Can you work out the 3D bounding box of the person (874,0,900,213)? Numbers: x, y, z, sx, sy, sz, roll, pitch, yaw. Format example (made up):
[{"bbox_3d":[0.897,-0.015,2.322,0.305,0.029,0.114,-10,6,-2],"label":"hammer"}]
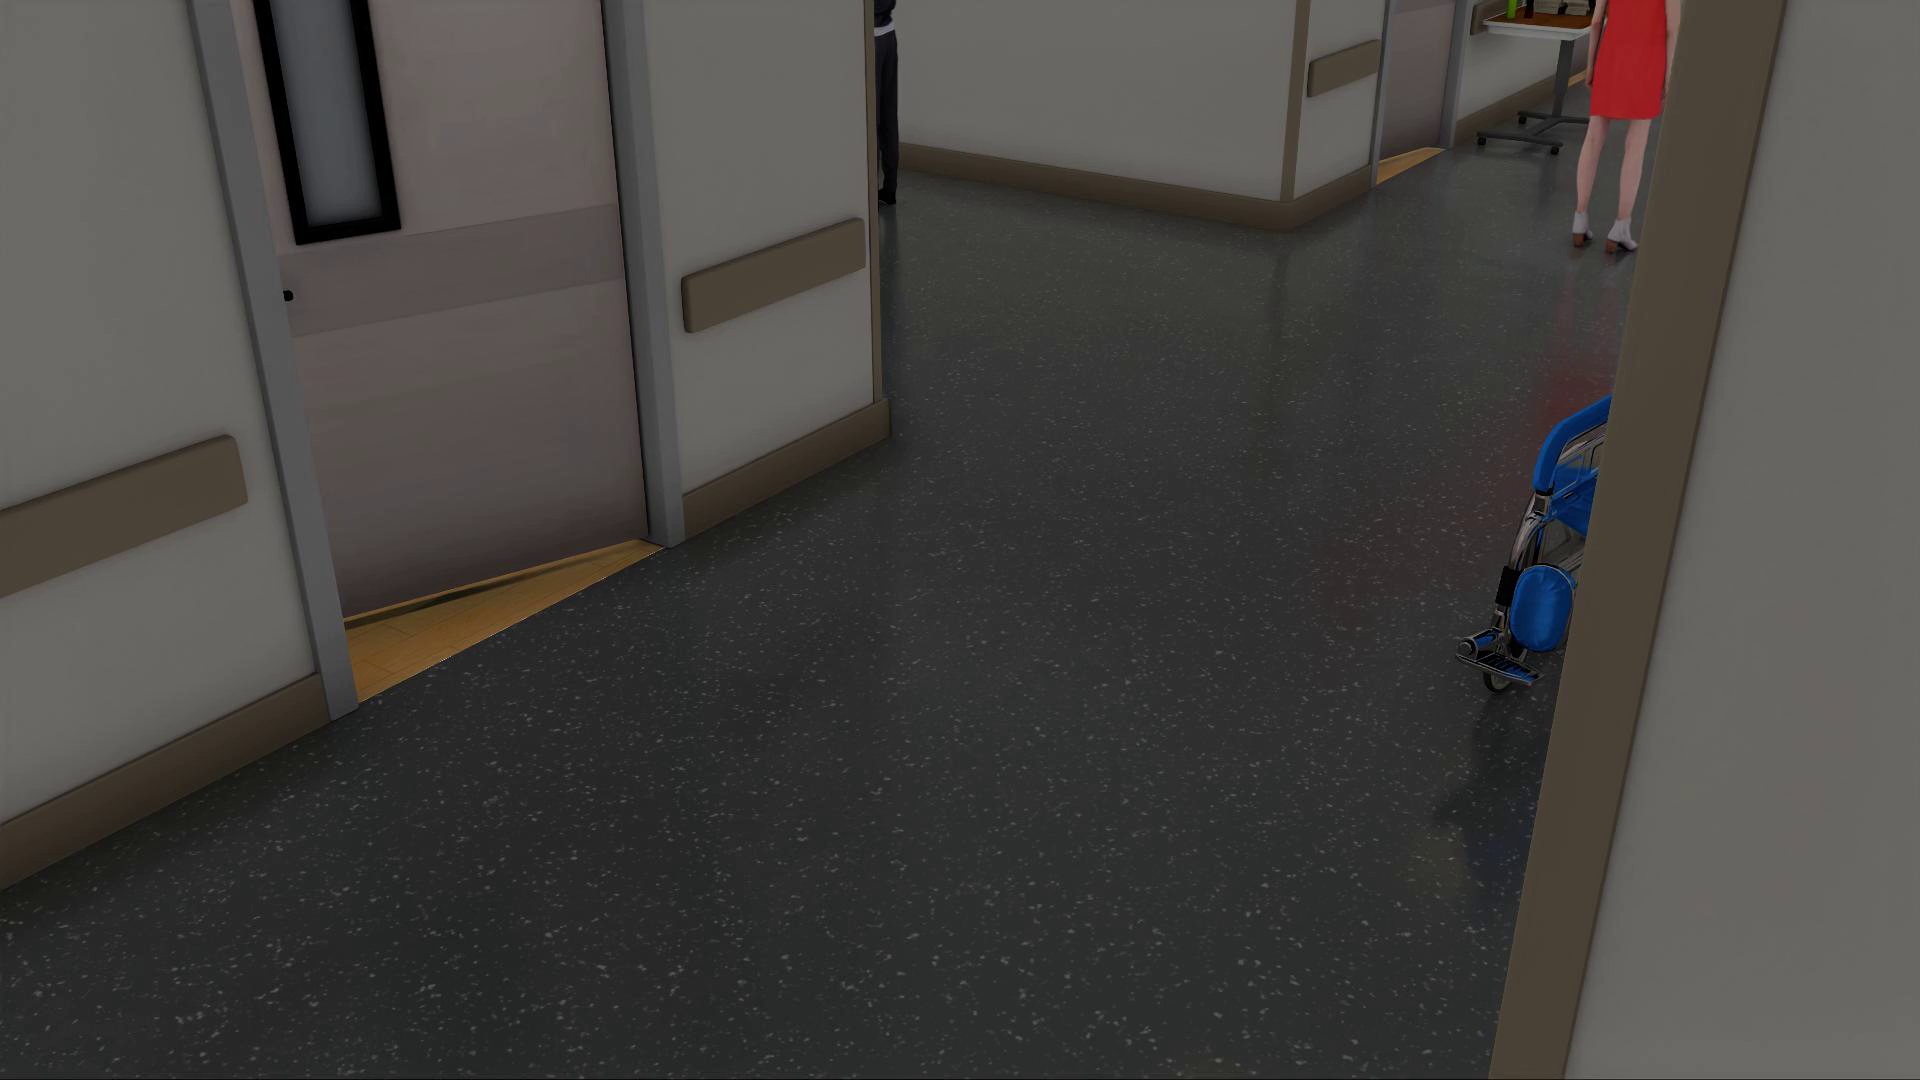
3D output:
[{"bbox_3d":[-0.503,-2.737,9.312,0.648,1.780,0.462,14,29,27],"label":"person"}]

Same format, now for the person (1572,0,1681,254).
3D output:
[{"bbox_3d":[3.444,-2.408,8.575,0.621,1.827,0.549,22,34,38],"label":"person"}]
